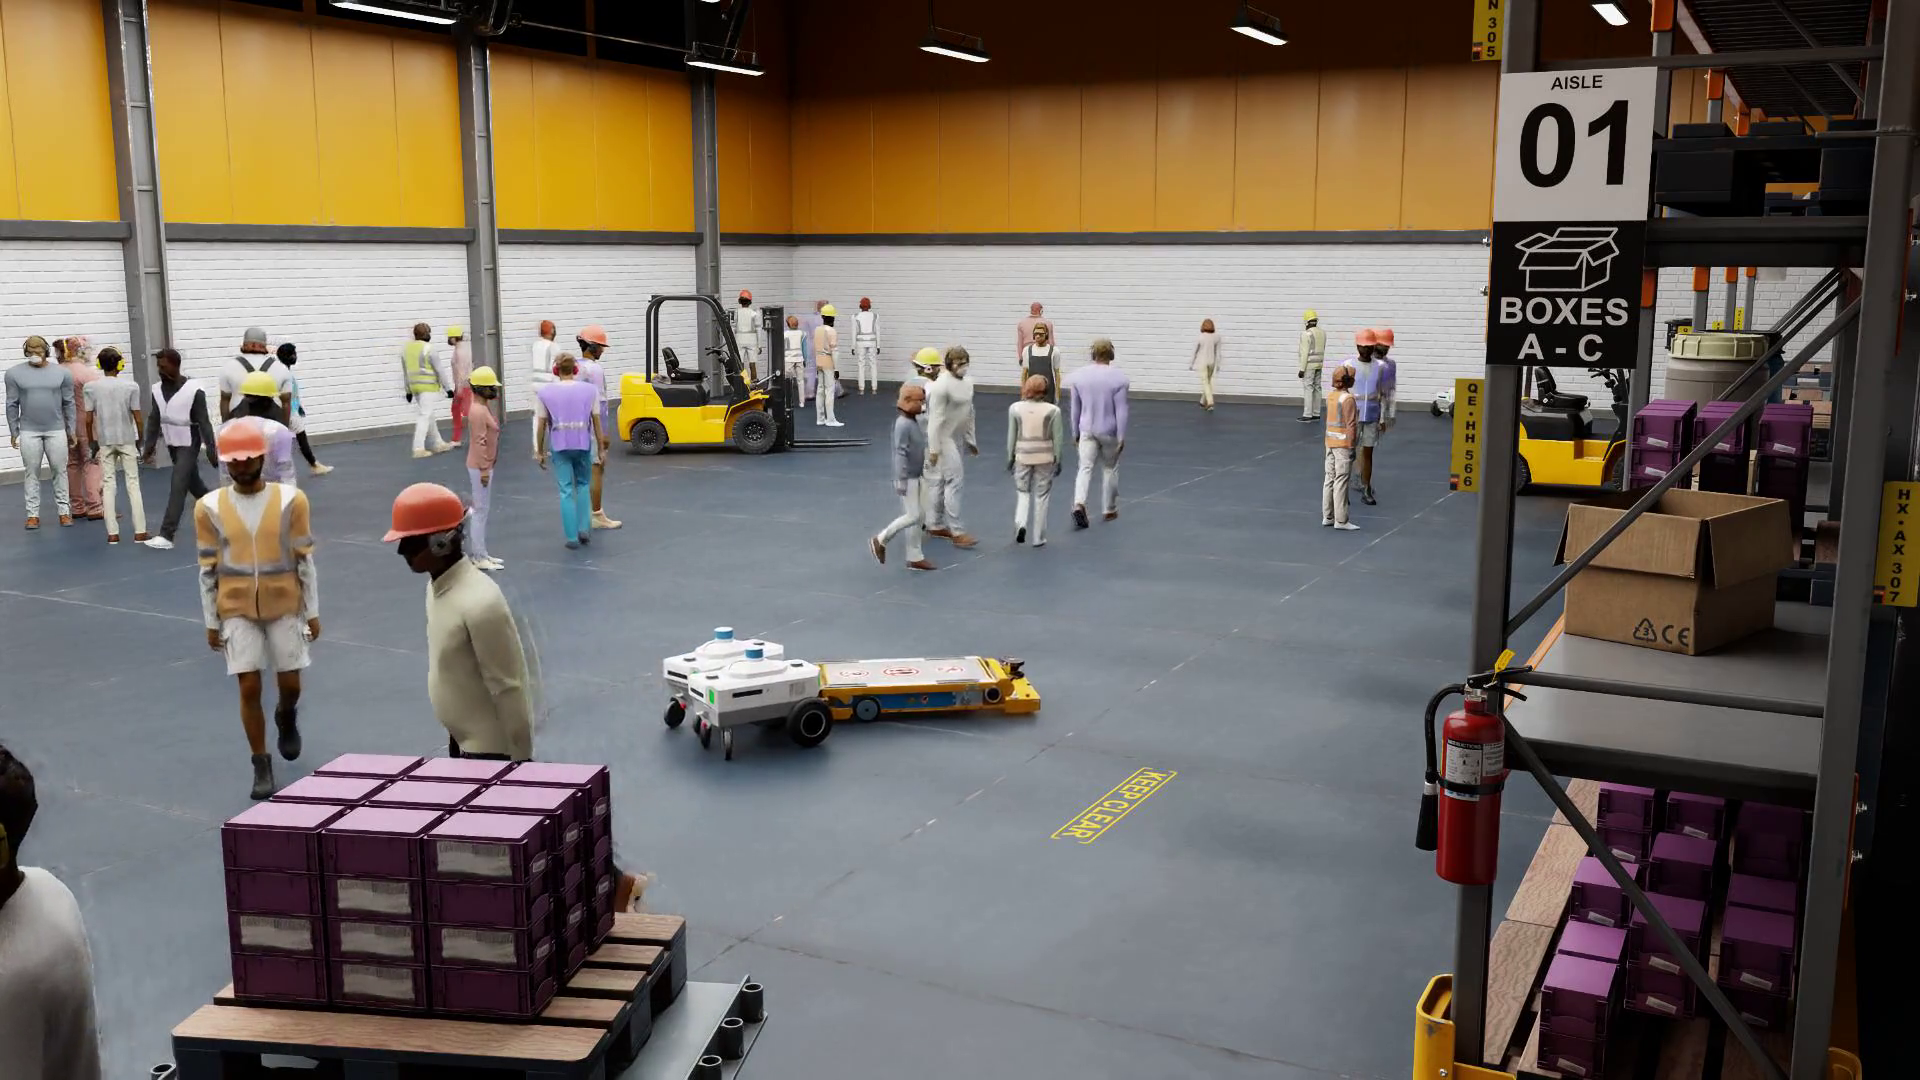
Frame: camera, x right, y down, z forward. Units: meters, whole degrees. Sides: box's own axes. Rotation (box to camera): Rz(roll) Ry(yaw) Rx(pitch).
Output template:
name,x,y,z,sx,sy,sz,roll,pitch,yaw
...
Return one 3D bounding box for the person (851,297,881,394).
name,x,y,z,sx,sy,sz,roll,pitch,yaw
person,-1.828,-3.769,32.356,0.573,1.882,0.357,-2,10,-10

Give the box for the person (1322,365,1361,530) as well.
name,x,y,z,sx,sy,sz,roll,pitch,yaw
person,3.793,-0.920,16.561,0.308,1.641,0.514,-2,10,-14

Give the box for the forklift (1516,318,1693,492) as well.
name,x,y,z,sx,sy,sz,roll,pitch,yaw
forklift,7.066,-1.601,18.899,2.313,2.155,1.214,5,11,27

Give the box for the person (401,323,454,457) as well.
name,x,y,z,sx,sy,sz,roll,pitch,yaw
person,-7.206,-2.040,22.595,0.629,1.804,0.831,7,12,34

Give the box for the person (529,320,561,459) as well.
name,x,y,z,sx,sy,sz,roll,pitch,yaw
person,-5.551,-2.023,22.375,0.571,1.831,0.702,5,11,29

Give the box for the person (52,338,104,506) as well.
name,x,y,z,sx,sy,sz,roll,pitch,yaw
person,-9.421,-1.237,17.797,0.457,1.845,0.526,-1,10,-8

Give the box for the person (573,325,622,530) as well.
name,x,y,z,sx,sy,sz,roll,pitch,yaw
person,-3.643,-1.116,16.550,0.382,2.037,0.606,-8,13,-38

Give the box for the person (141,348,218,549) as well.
name,x,y,z,sx,sy,sz,roll,pitch,yaw
person,-7.335,-0.872,15.648,0.590,1.861,1.013,5,11,27

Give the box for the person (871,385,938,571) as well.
name,x,y,z,sx,sy,sz,roll,pitch,yaw
person,-0.466,-0.530,14.340,0.494,1.618,0.520,3,10,19

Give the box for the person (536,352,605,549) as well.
name,x,y,z,sx,sy,sz,roll,pitch,yaw
person,-3.658,-0.843,15.565,0.608,1.823,0.645,-4,11,-22

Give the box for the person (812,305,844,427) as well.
name,x,y,z,sx,sy,sz,roll,pitch,yaw
person,-2.099,-2.759,26.379,0.367,1.927,0.590,-8,13,-39

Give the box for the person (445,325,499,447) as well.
name,x,y,z,sx,sy,sz,roll,pitch,yaw
person,-6.971,-2.176,23.554,0.733,1.740,0.528,-4,11,-23

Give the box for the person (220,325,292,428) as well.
name,x,y,z,sx,sy,sz,roll,pitch,yaw
person,-7.228,-1.215,17.107,0.696,2.000,0.591,-6,11,-30

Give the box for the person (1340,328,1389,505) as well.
name,x,y,z,sx,sy,sz,roll,pitch,yaw
person,4.388,-1.339,18.124,0.547,1.938,0.379,0,10,-1

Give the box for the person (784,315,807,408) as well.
name,x,y,z,sx,sy,sz,roll,pitch,yaw
person,-2.950,-3.147,29.440,0.514,1.645,0.309,-5,11,-27

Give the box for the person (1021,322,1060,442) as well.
name,x,y,z,sx,sy,sz,roll,pitch,yaw
person,1.050,-1.911,21.700,0.516,1.844,0.332,2,10,12

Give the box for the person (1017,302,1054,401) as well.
name,x,y,z,sx,sy,sz,roll,pitch,yaw
person,1.329,-3.179,28.876,0.652,1.904,0.402,3,10,19

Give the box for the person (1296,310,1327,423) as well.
name,x,y,z,sx,sy,sz,roll,pitch,yaw
person,5.689,-2.818,27.007,0.589,1.827,0.404,-9,13,-42

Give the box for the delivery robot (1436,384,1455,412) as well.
name,x,y,z,sx,sy,sz,roll,pitch,yaw
delivery robot,8.334,-2.381,27.886,0.707,0.478,0.477,-6,11,-30

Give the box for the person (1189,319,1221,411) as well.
name,x,y,z,sx,sy,sz,roll,pitch,yaw
person,4.332,-3.075,29.166,0.512,1.595,0.831,-3,10,-18

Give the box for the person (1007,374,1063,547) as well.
name,x,y,z,sx,sy,sz,roll,pitch,yaw
person,0.701,-0.732,15.507,0.533,1.623,0.398,2,10,14

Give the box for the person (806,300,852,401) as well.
name,x,y,z,sx,sy,sz,roll,pitch,yaw
person,-2.502,-3.540,31.073,0.965,1.856,0.678,-9,13,-41

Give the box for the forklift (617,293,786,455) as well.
name,x,y,z,sx,sy,sz,roll,pitch,yaw
forklift,-3.588,-2.317,23.042,2.313,2.155,1.214,-1,10,-5

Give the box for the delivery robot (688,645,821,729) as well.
name,x,y,z,sx,sy,sz,roll,pitch,yaw
delivery robot,-1.145,0.832,9.284,0.707,0.478,0.477,-6,12,-31

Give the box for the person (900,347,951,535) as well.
name,x,y,z,sx,sy,sz,roll,pitch,yaw
person,-0.332,-0.965,16.272,0.404,1.829,0.591,-9,13,-41

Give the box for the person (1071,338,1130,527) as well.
name,x,y,z,sx,sy,sz,roll,pitch,yaw
person,1.388,-1.082,16.762,0.625,1.911,0.953,3,10,19

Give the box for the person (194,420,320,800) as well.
name,x,y,z,sx,sy,sz,roll,pitch,yaw
person,-3.580,0.332,8.507,0.556,1.917,0.601,-3,10,-19

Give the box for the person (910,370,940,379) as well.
name,x,y,z,sx,sy,sz,roll,pitch,yaw
person,-0.351,-1.518,20.140,0.524,1.599,0.757,9,13,42

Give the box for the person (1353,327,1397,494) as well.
name,x,y,z,sx,sy,sz,roll,pitch,yaw
person,4.739,-1.465,18.942,0.572,1.901,0.714,-4,10,-20

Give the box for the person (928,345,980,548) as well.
name,x,y,z,sx,sy,sz,roll,pitch,yaw
person,-0.053,-0.881,15.634,0.763,1.888,0.679,4,11,24

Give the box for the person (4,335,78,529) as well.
name,x,y,z,sx,sy,sz,roll,pitch,yaw
person,-9.171,-1.080,16.642,0.627,1.934,0.371,-5,11,-28

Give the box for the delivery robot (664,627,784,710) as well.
name,x,y,z,sx,sy,sz,roll,pitch,yaw
delivery robot,-1.376,0.755,9.732,0.477,0.478,0.707,9,13,42

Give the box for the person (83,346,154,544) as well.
name,x,y,z,sx,sy,sz,roll,pitch,yaw
person,-7.979,-0.892,15.733,0.515,1.872,0.333,-3,10,-14

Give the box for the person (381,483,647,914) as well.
name,x,y,z,sx,sy,sz,roll,pitch,yaw
person,-1.694,0.716,6.297,0.968,1.937,0.628,-5,11,-26

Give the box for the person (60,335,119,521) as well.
name,x,y,z,sx,sy,sz,roll,pitch,yaw
person,-9.013,-1.148,17.149,0.686,1.900,0.402,6,11,30

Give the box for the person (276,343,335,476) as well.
name,x,y,z,sx,sy,sz,roll,pitch,yaw
person,-8.197,-1.582,20.363,0.861,1.646,0.538,-5,11,-28

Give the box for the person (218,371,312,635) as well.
name,x,y,z,sx,sy,sz,roll,pitch,yaw
person,-4.942,-0.238,11.799,0.594,1.924,0.382,2,10,14

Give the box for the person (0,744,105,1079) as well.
name,x,y,z,sx,sy,sz,roll,pitch,yaw
person,-1.808,1.279,3.188,0.387,1.856,0.565,-5,11,-28

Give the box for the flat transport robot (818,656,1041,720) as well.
name,x,y,z,sx,sy,sz,roll,pitch,yaw
flat transport robot,-0.273,0.885,10.069,1.431,0.197,0.652,-1,10,-8

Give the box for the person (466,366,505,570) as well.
name,x,y,z,sx,sy,sz,roll,pitch,yaw
person,-4.132,-0.626,14.494,0.330,1.767,0.528,-2,10,-13

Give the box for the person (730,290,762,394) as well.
name,x,y,z,sx,sy,sz,roll,pitch,yaw
person,-4.066,-3.726,31.639,0.615,2.043,0.373,0,10,-1
